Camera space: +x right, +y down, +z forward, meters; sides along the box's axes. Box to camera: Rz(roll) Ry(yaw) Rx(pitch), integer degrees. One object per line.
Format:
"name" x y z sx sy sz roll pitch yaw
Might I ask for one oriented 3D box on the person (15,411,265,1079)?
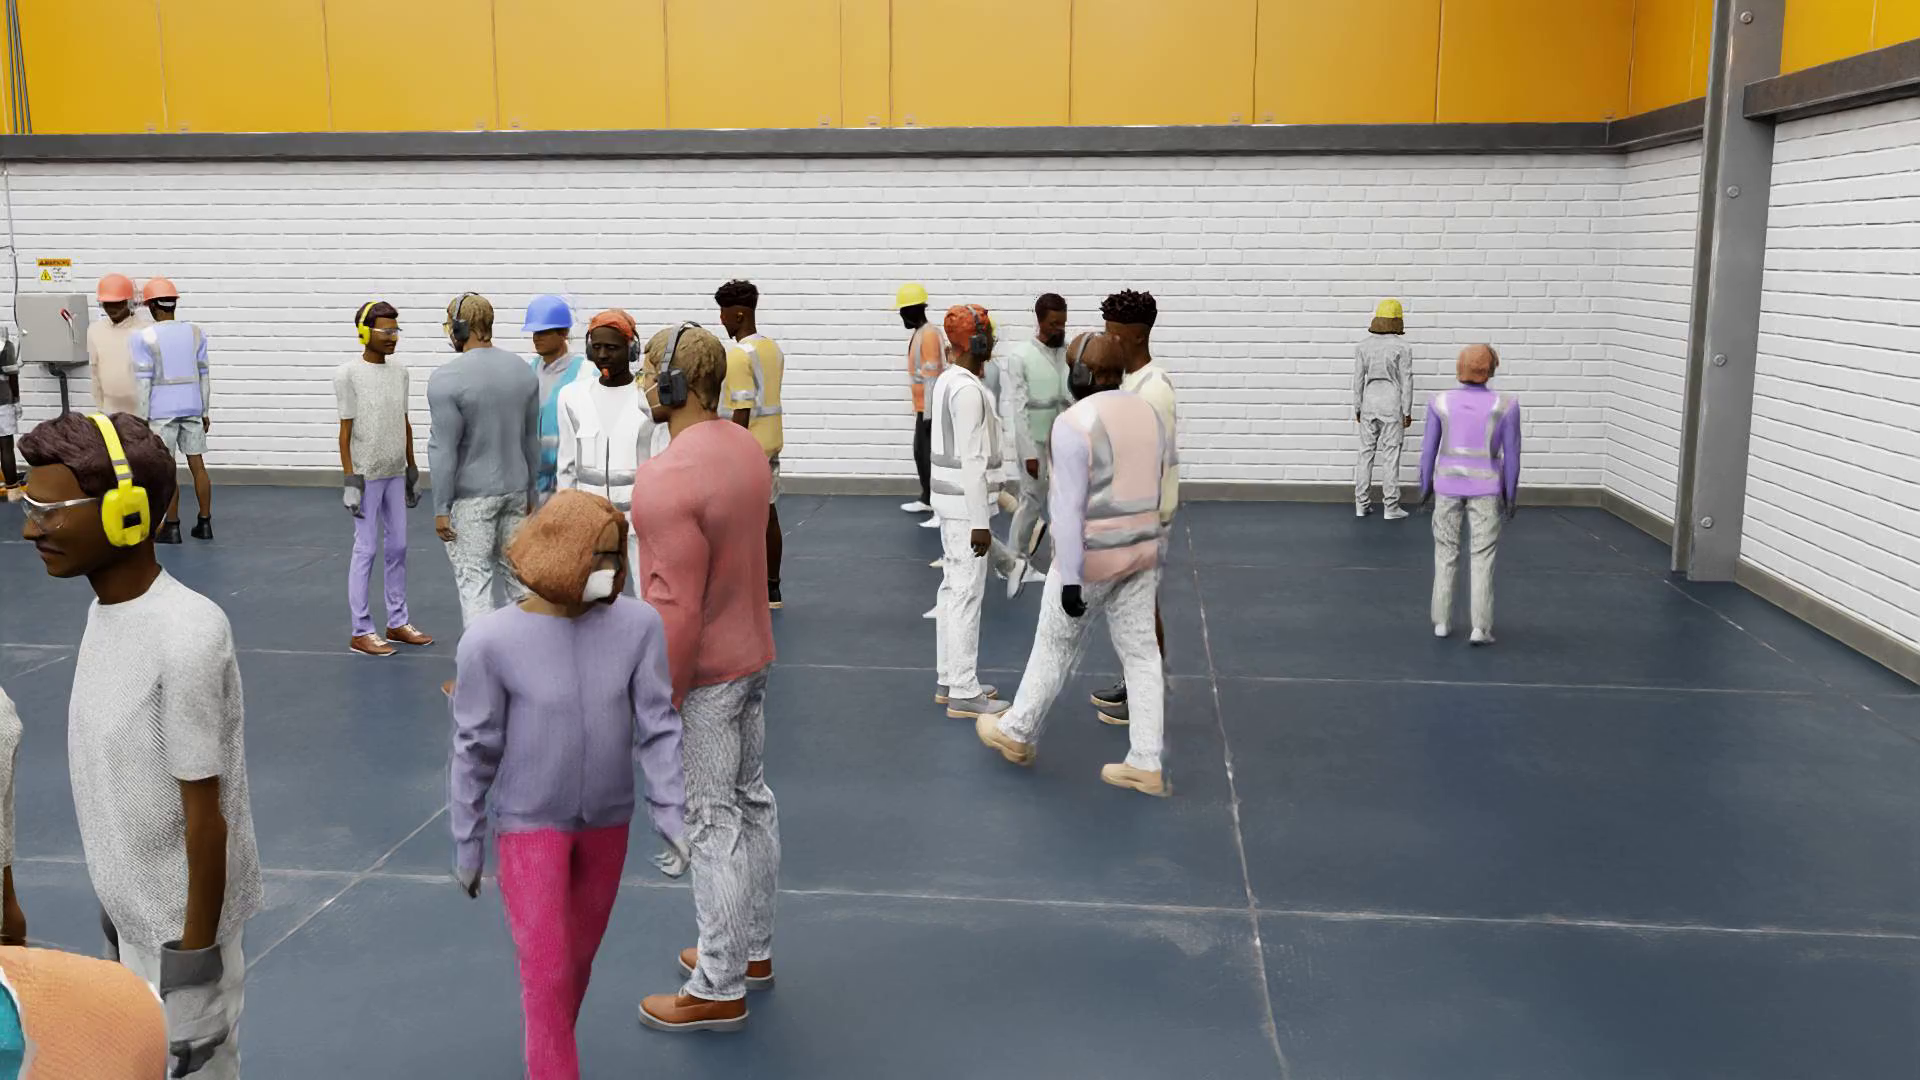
"person" -1.407 0.700 2.927 0.331 1.864 0.506 -9 14 -43

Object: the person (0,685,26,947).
"person" -1.439 0.820 2.218 0.328 1.868 0.513 1 10 7

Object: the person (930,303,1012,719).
"person" 0.040 -0.131 7.606 0.346 1.884 0.584 -2 10 -10

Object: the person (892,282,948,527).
"person" -0.289 -1.056 12.927 0.492 1.891 0.767 -1 10 -8

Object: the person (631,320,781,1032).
"person" -0.700 0.378 4.542 0.376 1.940 0.629 3 10 14

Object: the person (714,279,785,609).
"person" -1.222 -0.525 9.647 0.375 1.960 0.600 3 10 15

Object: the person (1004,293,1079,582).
"person" 0.579 -0.606 10.397 0.683 1.860 0.872 -9 14 -43

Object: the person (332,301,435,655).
"person" -3.061 -0.325 8.796 0.325 1.862 0.511 5 11 27

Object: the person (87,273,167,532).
"person" -6.032 -0.924 11.958 0.641 1.946 0.931 1 10 6

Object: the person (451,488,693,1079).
"person" -0.863 0.682 3.800 0.510 1.594 0.793 -8 13 -38

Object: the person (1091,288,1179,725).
"person" 0.792 -0.148 7.508 0.373 1.958 0.605 -1 10 -5

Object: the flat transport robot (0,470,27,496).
"flat transport robot" -8.801 -0.478 14.210 1.431 0.197 0.652 1 10 8

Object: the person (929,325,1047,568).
"person" 0.208 -0.664 11.163 0.793 1.717 0.554 -2 10 -14

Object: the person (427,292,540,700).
"person" -2.242 -0.199 7.871 0.357 1.932 0.631 6 12 32

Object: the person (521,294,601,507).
"person" -2.064 -0.348 8.832 0.610 1.908 0.945 6 11 29

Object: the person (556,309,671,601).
"person" -1.468 -0.057 7.220 0.579 1.878 0.352 2 10 9

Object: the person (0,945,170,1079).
"person" -0.957 0.965 1.399 0.907 1.876 0.641 8 12 37

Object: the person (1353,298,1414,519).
"person" 3.373 -1.042 13.228 0.494 1.743 0.305 8 13 40

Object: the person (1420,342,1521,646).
"person" 2.759 -0.246 9.027 0.524 1.644 0.330 6 12 30

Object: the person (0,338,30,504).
"person" -8.129 -1.140 13.921 0.537 1.695 0.320 -1 10 -6

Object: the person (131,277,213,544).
"person" -5.724 -0.936 12.085 0.364 1.933 0.543 8 13 38

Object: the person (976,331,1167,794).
"person" 0.471 0.074 6.665 0.631 1.798 0.934 -9 13 -41

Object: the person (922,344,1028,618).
"person" 0.103 -0.364 9.753 0.740 1.611 0.519 -6 11 -30
